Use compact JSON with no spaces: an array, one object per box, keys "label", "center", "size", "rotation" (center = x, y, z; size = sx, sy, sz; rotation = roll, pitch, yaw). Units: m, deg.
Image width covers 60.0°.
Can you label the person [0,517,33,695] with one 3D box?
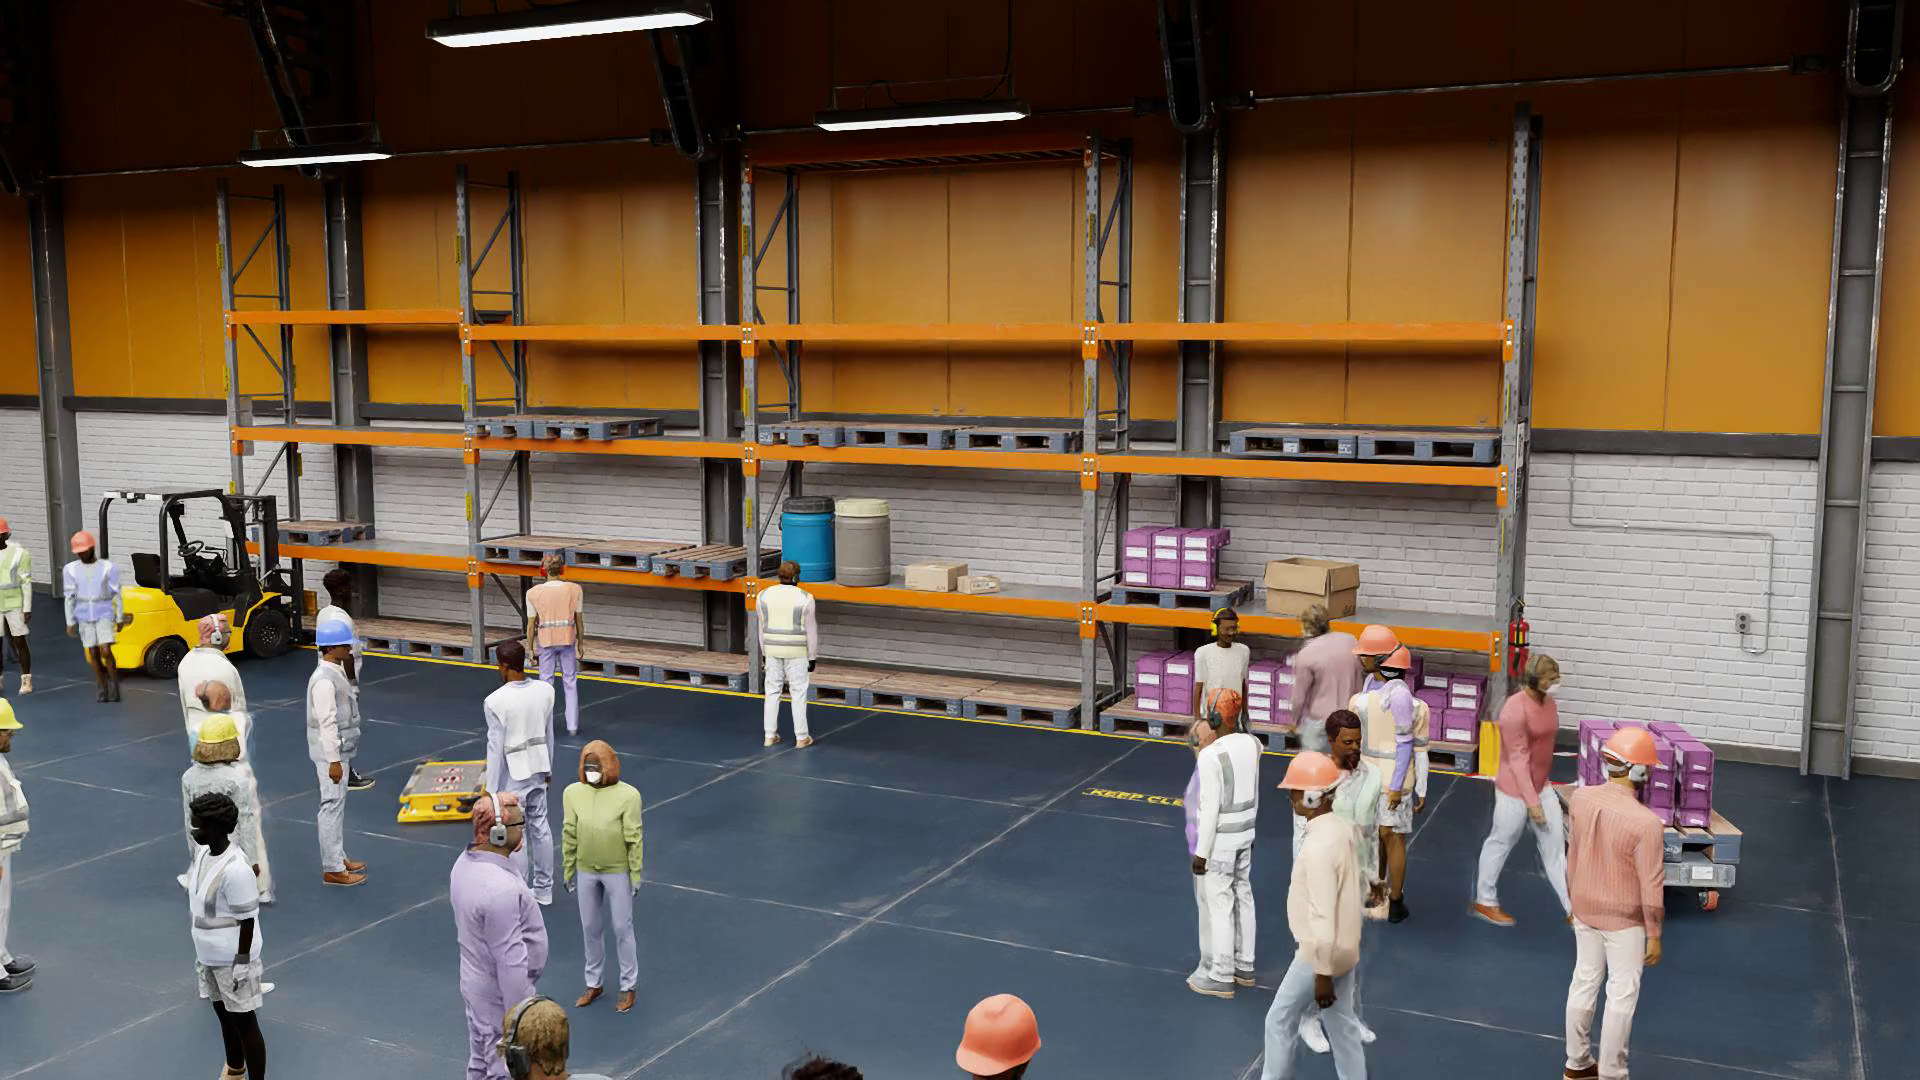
[{"label":"person","center":[-10.654,0.738,18.517],"size":[0.602,2.034,0.416],"rotation":[-1,7,-11]}]

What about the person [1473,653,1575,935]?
[{"label":"person","center":[3.876,1.707,11.062],"size":[0.643,1.891,1.007],"rotation":[-6,9,-39]}]

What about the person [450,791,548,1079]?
[{"label":"person","center":[-2.113,2.105,7.718],"size":[0.410,1.908,0.643],"rotation":[-4,8,-33]}]

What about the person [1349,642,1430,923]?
[{"label":"person","center":[2.924,1.655,11.385],"size":[0.548,1.924,0.387],"rotation":[2,7,19]}]

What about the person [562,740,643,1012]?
[{"label":"person","center":[-2.125,1.983,9.885],"size":[0.502,1.625,0.294],"rotation":[1,7,11]}]

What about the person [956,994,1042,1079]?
[{"label":"person","center":[0.133,2.378,5.341],"size":[0.547,1.934,0.376],"rotation":[1,7,5]}]

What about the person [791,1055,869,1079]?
[{"label":"person","center":[-0.491,2.440,4.958],"size":[0.613,1.915,0.946],"rotation":[-5,9,-36]}]

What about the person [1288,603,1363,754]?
[{"label":"person","center":[2.955,1.435,13.350],"size":[0.664,1.888,0.410],"rotation":[-3,7,-20]}]

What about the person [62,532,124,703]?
[{"label":"person","center":[-9.429,0.850,18.096],"size":[0.566,1.900,0.530],"rotation":[-2,7,-15]}]

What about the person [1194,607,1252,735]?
[{"label":"person","center":[2.096,1.452,13.281],"size":[0.533,1.865,0.311],"rotation":[-3,7,-21]}]

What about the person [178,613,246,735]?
[{"label":"person","center":[-5.642,1.505,12.675],"size":[0.655,1.906,0.407],"rotation":[5,9,38]}]

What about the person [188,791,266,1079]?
[{"label":"person","center":[-3.755,2.112,8.503],"size":[0.317,1.698,0.540],"rotation":[-7,10,-44]}]

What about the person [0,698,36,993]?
[{"label":"person","center":[-5.893,1.856,10.141],"size":[0.403,1.818,0.606],"rotation":[-4,8,-28]}]

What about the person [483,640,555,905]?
[{"label":"person","center":[-3.049,1.639,11.541],"size":[0.392,1.914,0.588],"rotation":[4,8,31]}]

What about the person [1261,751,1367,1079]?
[{"label":"person","center":[1.667,2.011,8.246],"size":[0.867,1.958,0.652],"rotation":[3,8,25]}]

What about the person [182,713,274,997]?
[{"label":"person","center":[-4.434,1.906,10.032],"size":[0.487,1.744,0.294],"rotation":[2,7,18]}]

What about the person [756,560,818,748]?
[{"label":"person","center":[-1.678,1.111,16.267],"size":[0.620,1.836,0.431],"rotation":[2,7,16]}]

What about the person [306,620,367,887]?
[{"label":"person","center":[-4.565,1.546,12.162],"size":[0.387,1.948,0.602],"rotation":[-2,7,-17]}]

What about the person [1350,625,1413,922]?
[{"label":"person","center":[2.867,1.589,11.424],"size":[0.387,2.039,0.615],"rotation":[-1,7,-9]}]

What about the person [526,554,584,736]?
[{"label":"person","center":[-4.035,1.065,16.611],"size":[0.560,1.836,0.394],"rotation":[-3,7,-23]}]

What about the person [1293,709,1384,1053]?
[{"label":"person","center":[2.129,1.897,9.398],"size":[0.593,1.917,0.391],"rotation":[-3,8,-26]}]

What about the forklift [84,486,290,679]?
[{"label":"forklift","center":[-9.426,0.454,20.179],"size":[1.214,2.155,2.313],"rotation":[3,8,26]}]

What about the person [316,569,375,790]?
[{"label":"person","center":[-5.471,1.227,14.721],"size":[0.366,1.966,0.607],"rotation":[-6,9,-40]}]

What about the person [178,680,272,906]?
[{"label":"person","center":[-5.197,1.775,11.740],"size":[0.867,1.587,0.514],"rotation":[5,8,34]}]

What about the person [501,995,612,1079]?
[{"label":"person","center":[-1.304,2.392,5.285],"size":[0.386,1.928,0.636],"rotation":[3,8,26]}]

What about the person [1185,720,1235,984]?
[{"label":"person","center":[1.557,1.931,10.369],"size":[0.331,1.615,0.609],"rotation":[2,7,13]}]

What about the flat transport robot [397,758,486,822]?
[{"label":"flat transport robot","center":[-4.380,2.123,14.263],"size":[0.652,0.197,1.431],"rotation":[-1,7,-10]}]

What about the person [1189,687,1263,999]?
[{"label":"person","center":[1.616,1.826,10.110],"size":[0.338,1.882,0.582],"rotation":[6,9,42]}]

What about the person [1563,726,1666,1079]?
[{"label":"person","center":[3.430,1.949,8.696],"size":[0.413,1.984,0.624],"rotation":[-3,7,-23]}]
